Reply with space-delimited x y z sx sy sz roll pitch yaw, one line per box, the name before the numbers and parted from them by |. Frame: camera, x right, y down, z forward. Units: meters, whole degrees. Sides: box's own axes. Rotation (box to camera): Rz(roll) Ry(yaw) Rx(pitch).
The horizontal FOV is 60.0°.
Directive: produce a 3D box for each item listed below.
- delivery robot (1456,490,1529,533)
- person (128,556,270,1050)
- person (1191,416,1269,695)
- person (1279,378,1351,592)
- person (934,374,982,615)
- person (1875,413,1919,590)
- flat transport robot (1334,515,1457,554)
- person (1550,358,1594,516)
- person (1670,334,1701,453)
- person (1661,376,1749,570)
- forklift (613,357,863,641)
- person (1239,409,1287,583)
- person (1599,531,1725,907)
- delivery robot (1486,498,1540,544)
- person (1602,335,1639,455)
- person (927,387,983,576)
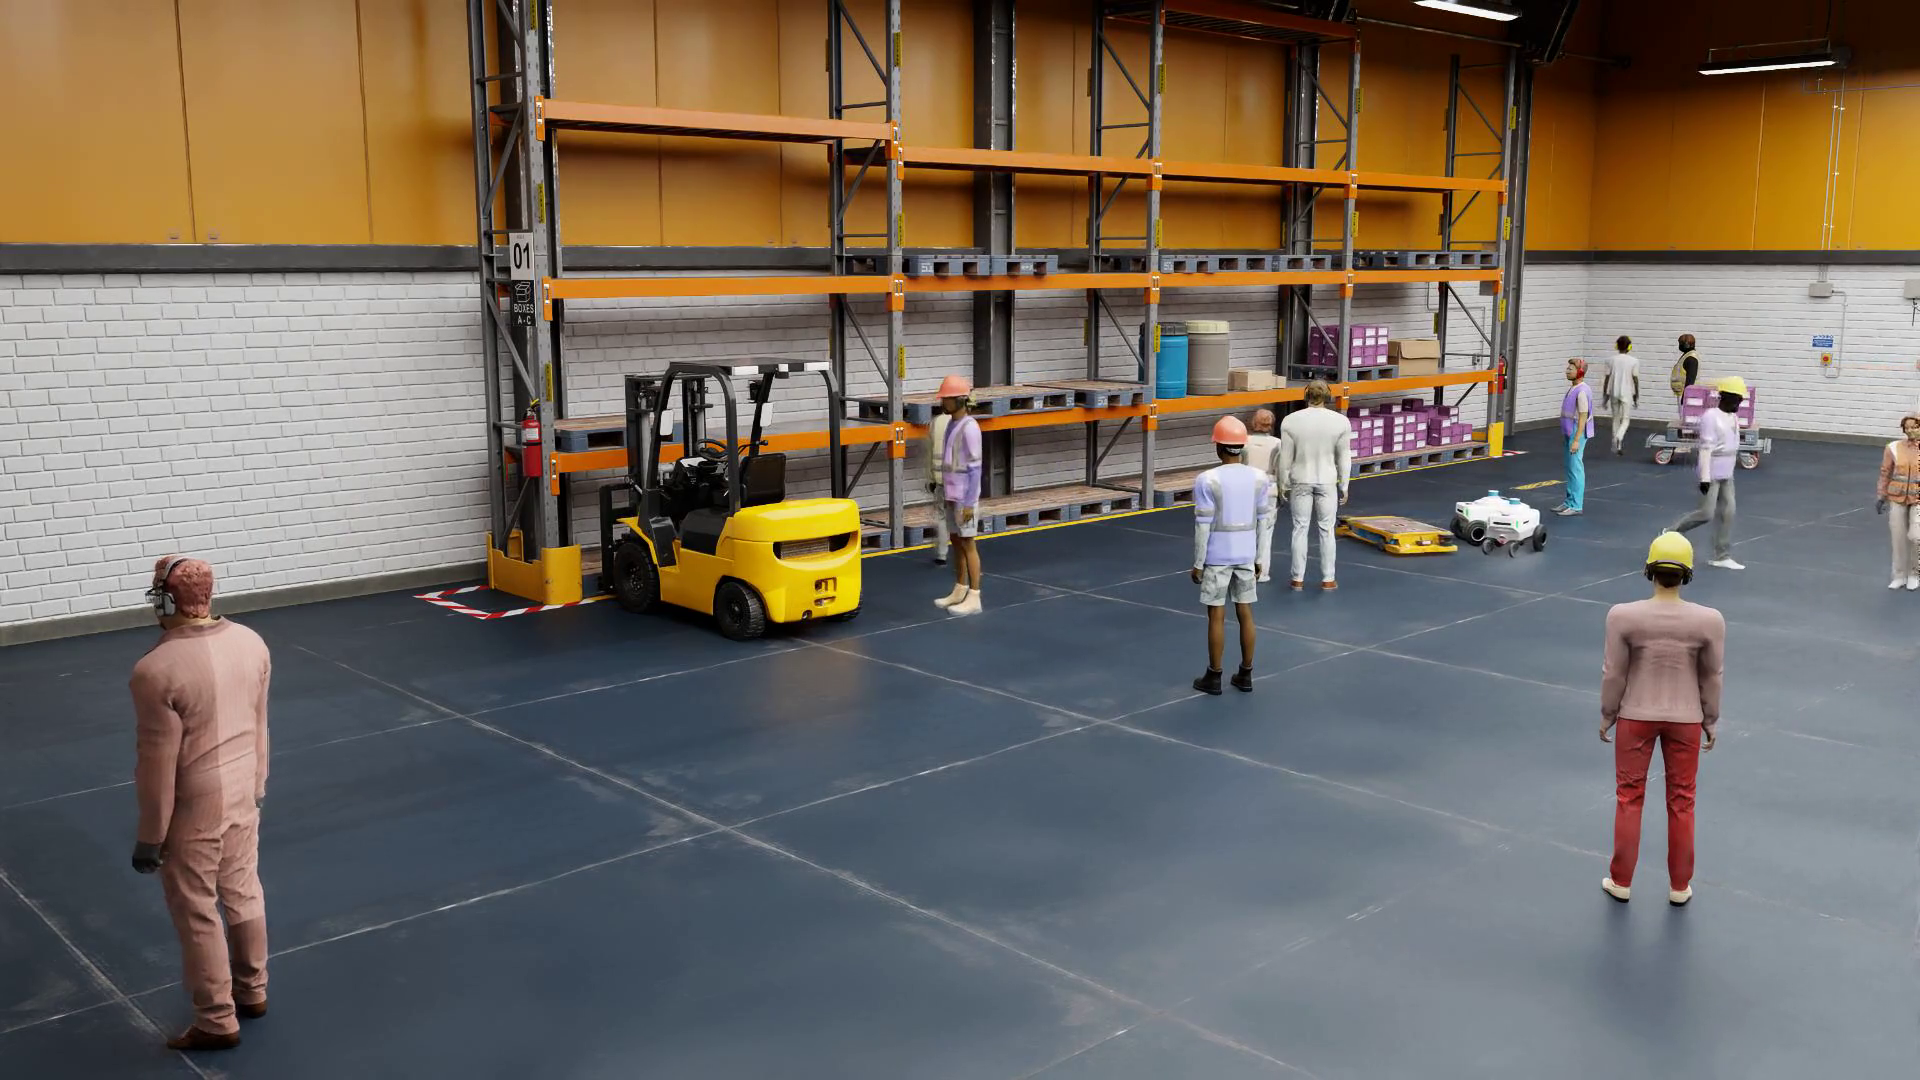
delivery robot | 5.636 -0.283 17.606 0.707 0.478 0.477 -1 10 -4
person | -2.920 1.013 6.405 0.449 1.918 0.670 3 10 15
person | 1.855 0.109 11.530 0.545 1.942 0.354 -3 10 -18
person | 3.209 -0.493 15.065 0.635 1.937 0.354 2 10 13
person | -0.026 -0.384 14.121 0.390 2.040 0.614 -3 10 -18
person | 8.594 -0.339 15.075 0.426 1.623 0.544 -9 13 -43
flat transport robot | 4.558 -0.073 17.481 0.652 0.197 1.431 -3 10 -15
person | 7.203 -1.201 19.468 0.390 1.850 0.565 1 10 8
person | 11.220 -2.267 25.754 0.429 1.837 0.621 4 10 20
person | 7.335 -0.672 16.279 0.599 1.893 0.752 -7 12 -36
forklift | -1.847 -0.414 13.852 1.214 2.155 2.313 -9 13 -42
person | 2.795 -0.409 15.531 0.522 1.611 0.406 3 10 17
person | 3.268 0.837 7.783 0.533 1.768 0.311 3 10 15
delivery robot | 5.664 -0.183 17.022 0.477 0.478 0.707 7 12 36
person | 9.991 -2.171 25.180 0.534 1.842 0.672 7 12 35
person | -0.045 -0.578 16.003 0.428 1.807 0.810 -8 12 -38
